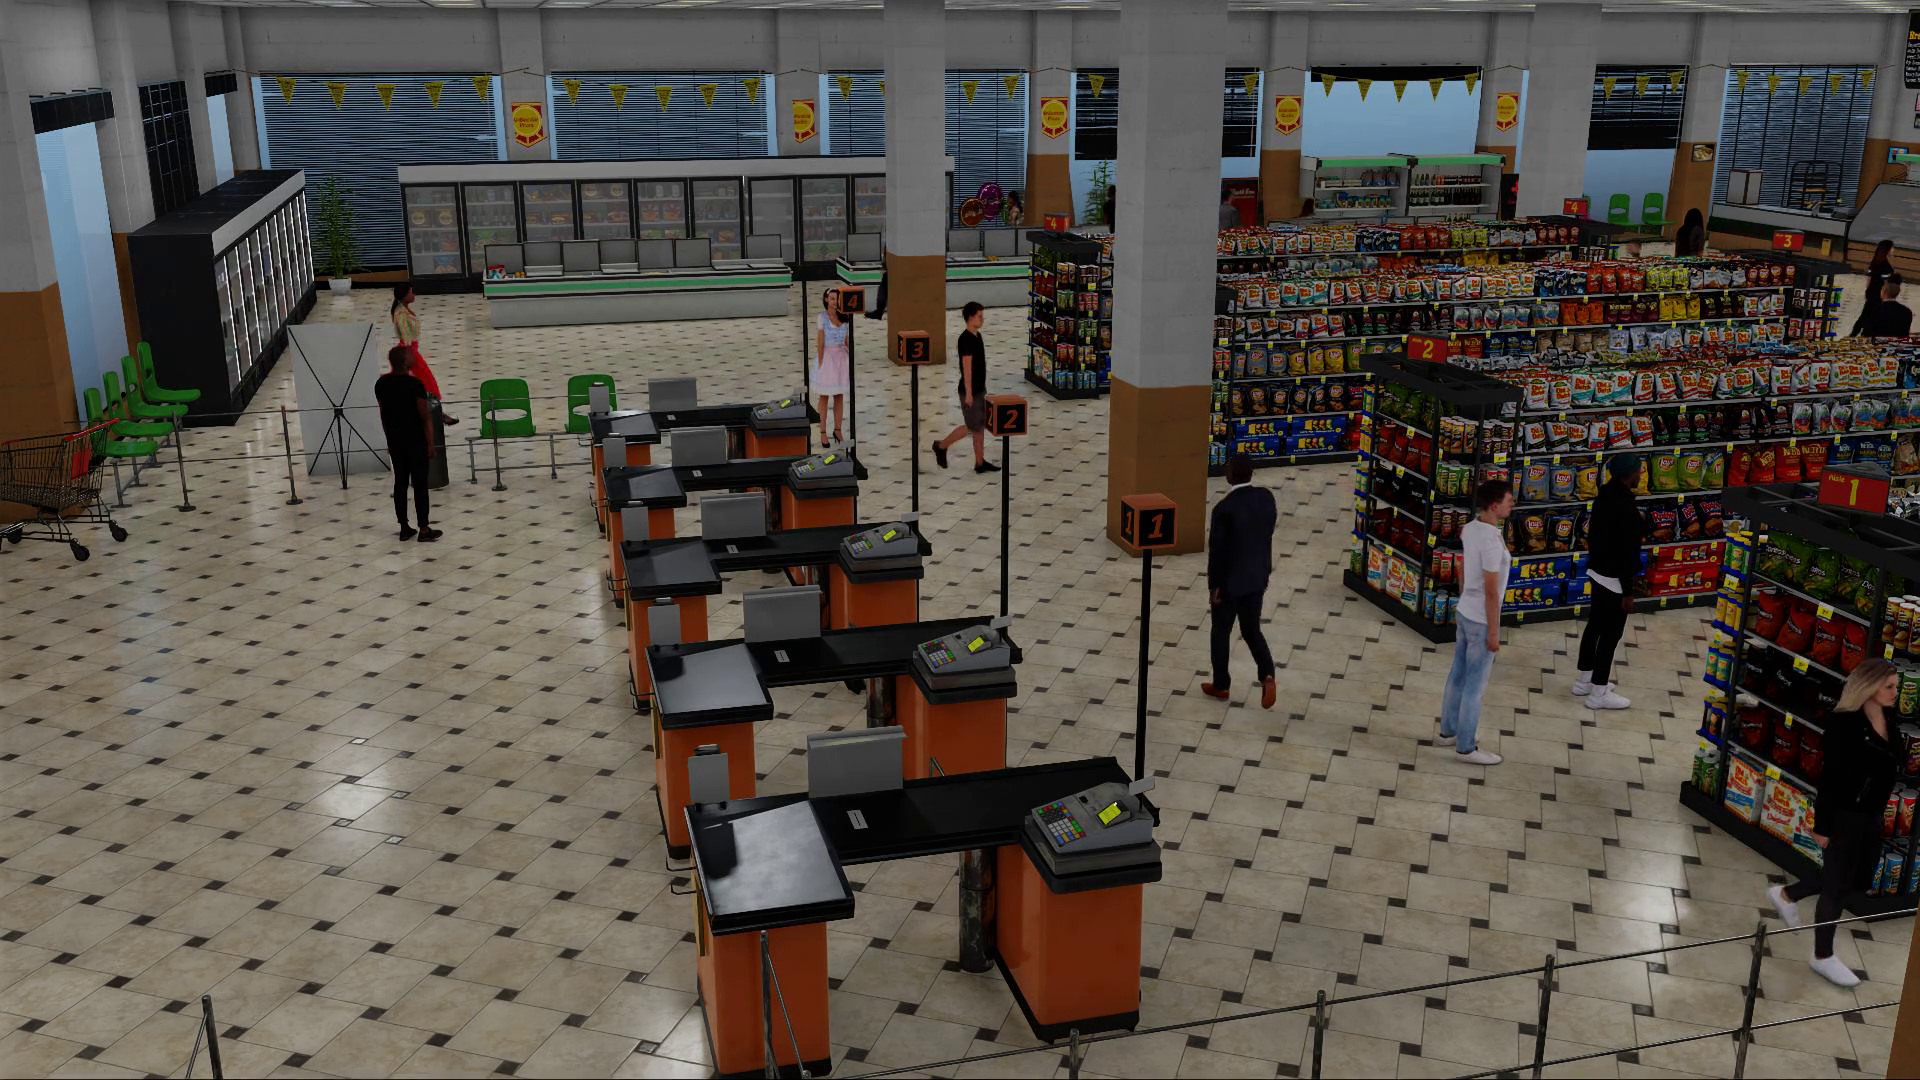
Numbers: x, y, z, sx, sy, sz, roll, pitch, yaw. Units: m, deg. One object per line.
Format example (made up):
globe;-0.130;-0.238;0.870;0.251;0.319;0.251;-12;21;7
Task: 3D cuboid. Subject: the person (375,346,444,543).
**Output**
person;-5.100;-0.887;15.350;0.682;1.820;0.809;4;17;14

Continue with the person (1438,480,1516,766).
person;3.331;0.507;10.705;0.612;1.850;0.700;-1;17;-3

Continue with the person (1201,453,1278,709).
person;1.972;0.314;11.425;0.934;1.802;0.813;-7;18;-22

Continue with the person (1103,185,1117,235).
person;2.902;-5.879;31.815;0.629;1.805;0.772;-14;22;-38

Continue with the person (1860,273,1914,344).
person;10.558;-2.048;18.959;0.768;1.943;0.871;0;17;0

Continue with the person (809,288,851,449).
person;-1.447;-1.968;18.912;0.772;1.818;0.860;-11;20;-32

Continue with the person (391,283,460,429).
person;-6.538;-2.077;19.411;1.191;1.736;0.661;-3;17;-9

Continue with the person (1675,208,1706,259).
person;11.877;-4.480;27.149;0.722;1.838;0.725;-12;21;-35

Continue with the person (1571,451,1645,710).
person;4.515;0.265;11.557;0.649;1.818;0.707;-1;17;-4

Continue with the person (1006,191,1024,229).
person;1.107;-5.550;30.835;1.167;1.744;0.812;1;17;3

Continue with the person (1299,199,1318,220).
person;6.739;-5.928;32.583;0.939;1.452;0.760;-10;20;-30

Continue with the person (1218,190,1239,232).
person;4.807;-5.388;30.085;0.781;1.871;0.791;16;23;41

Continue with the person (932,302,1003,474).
person;0.059;-1.598;17.643;1.123;1.847;0.949;3;17;11

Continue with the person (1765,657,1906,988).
person;4.324;1.349;8.241;0.821;1.670;0.802;-9;19;-26

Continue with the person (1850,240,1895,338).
person;13.548;-3.627;24.751;1.149;1.599;0.889;3;17;9
